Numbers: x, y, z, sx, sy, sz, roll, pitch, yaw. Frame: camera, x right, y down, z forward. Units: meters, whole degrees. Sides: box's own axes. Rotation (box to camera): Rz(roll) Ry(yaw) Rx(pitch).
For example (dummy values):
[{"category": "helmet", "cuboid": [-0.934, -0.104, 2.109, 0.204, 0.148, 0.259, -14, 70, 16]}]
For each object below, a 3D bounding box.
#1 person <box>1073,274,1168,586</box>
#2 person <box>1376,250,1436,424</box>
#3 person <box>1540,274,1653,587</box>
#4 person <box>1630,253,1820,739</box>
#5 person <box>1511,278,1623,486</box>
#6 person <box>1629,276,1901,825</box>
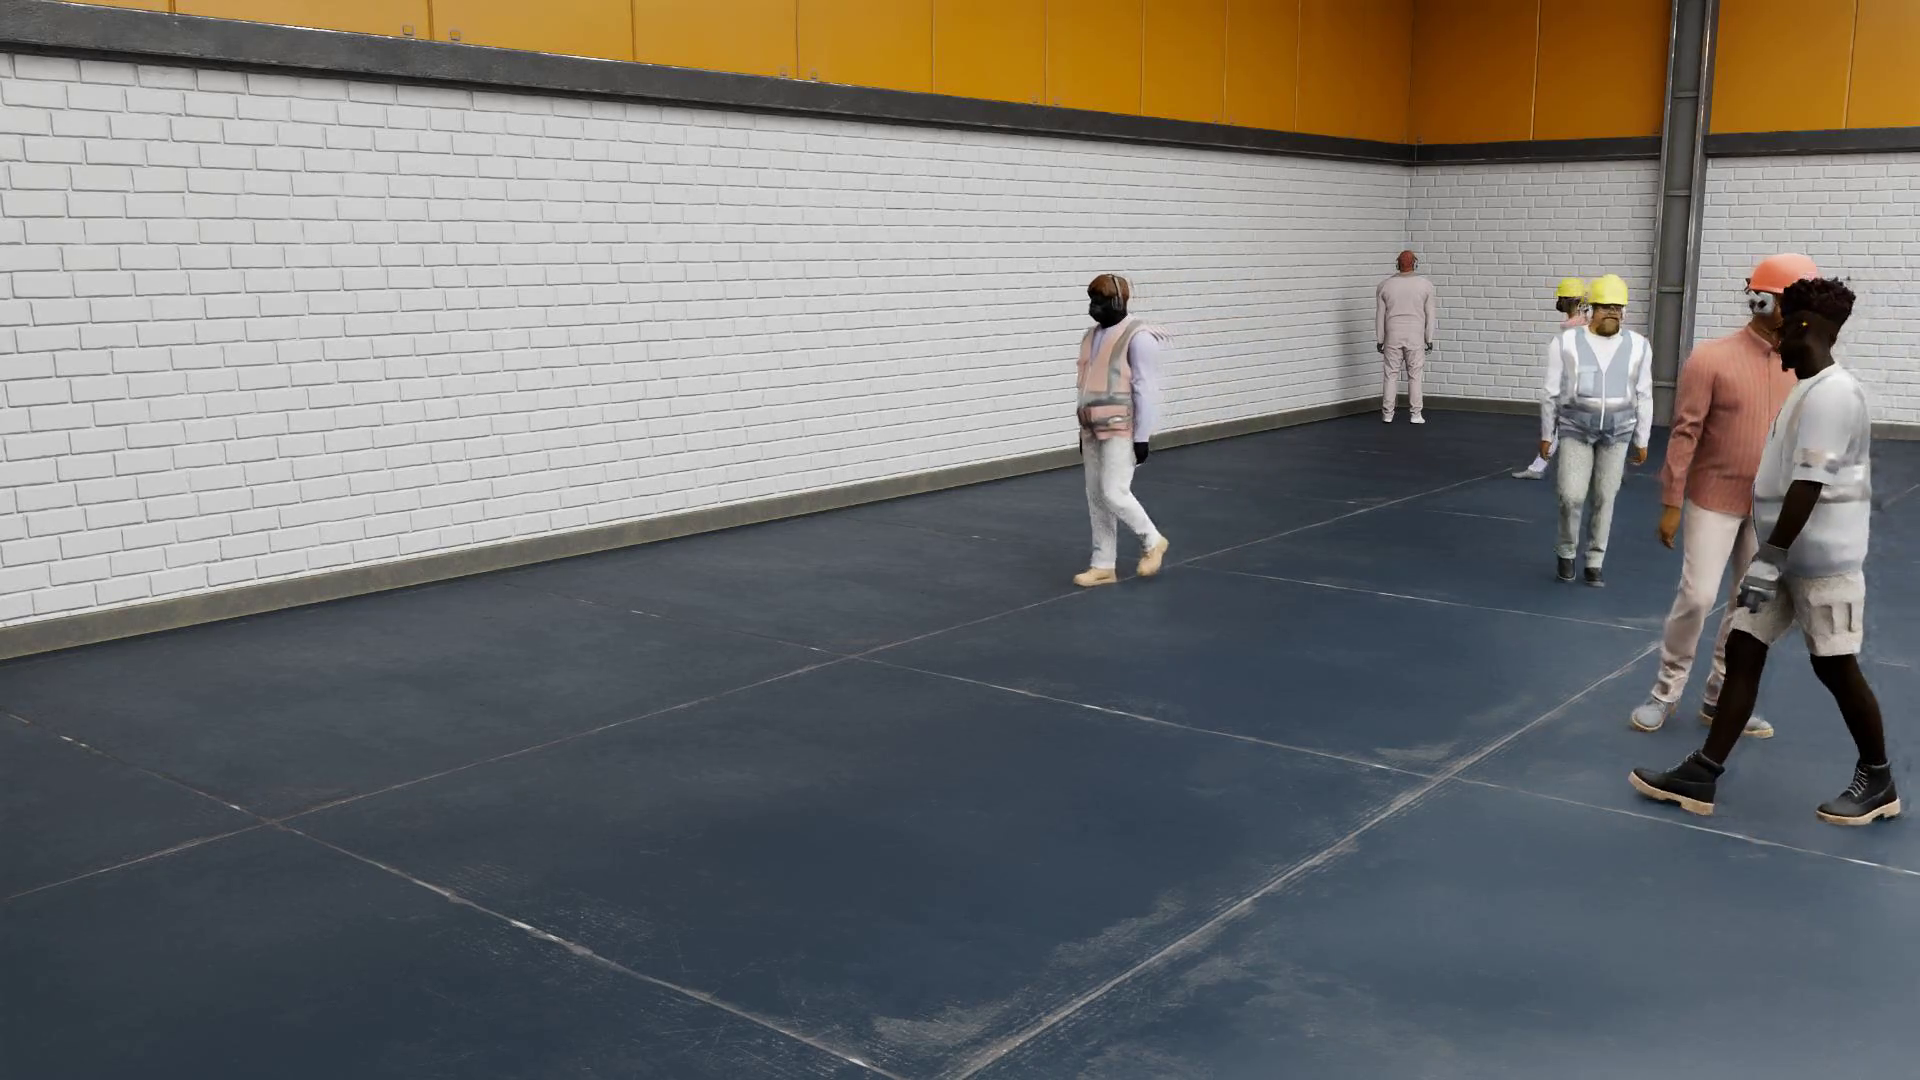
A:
[{"category": "person", "cuboid": [0.909, -0.628, 9.695, 0.491, 1.830, 0.644, -6, 12, -30]}, {"category": "person", "cuboid": [4.905, -2.228, 18.336, 0.643, 1.913, 0.411, 4, 11, 20]}, {"category": "person", "cuboid": [3.703, -0.622, 9.668, 0.615, 1.820, 0.429, 2, 10, 10]}, {"category": "person", "cuboid": [3.133, -0.161, 6.713, 0.659, 1.972, 0.526, -2, 10, -13]}, {"category": "person", "cuboid": [5.090, -1.300, 13.737, 0.918, 1.716, 0.538, 6, 12, 30]}, {"category": "person", "cuboid": [2.905, 0.044, 5.799, 0.904, 1.895, 0.599, 2, 10, 9]}]
